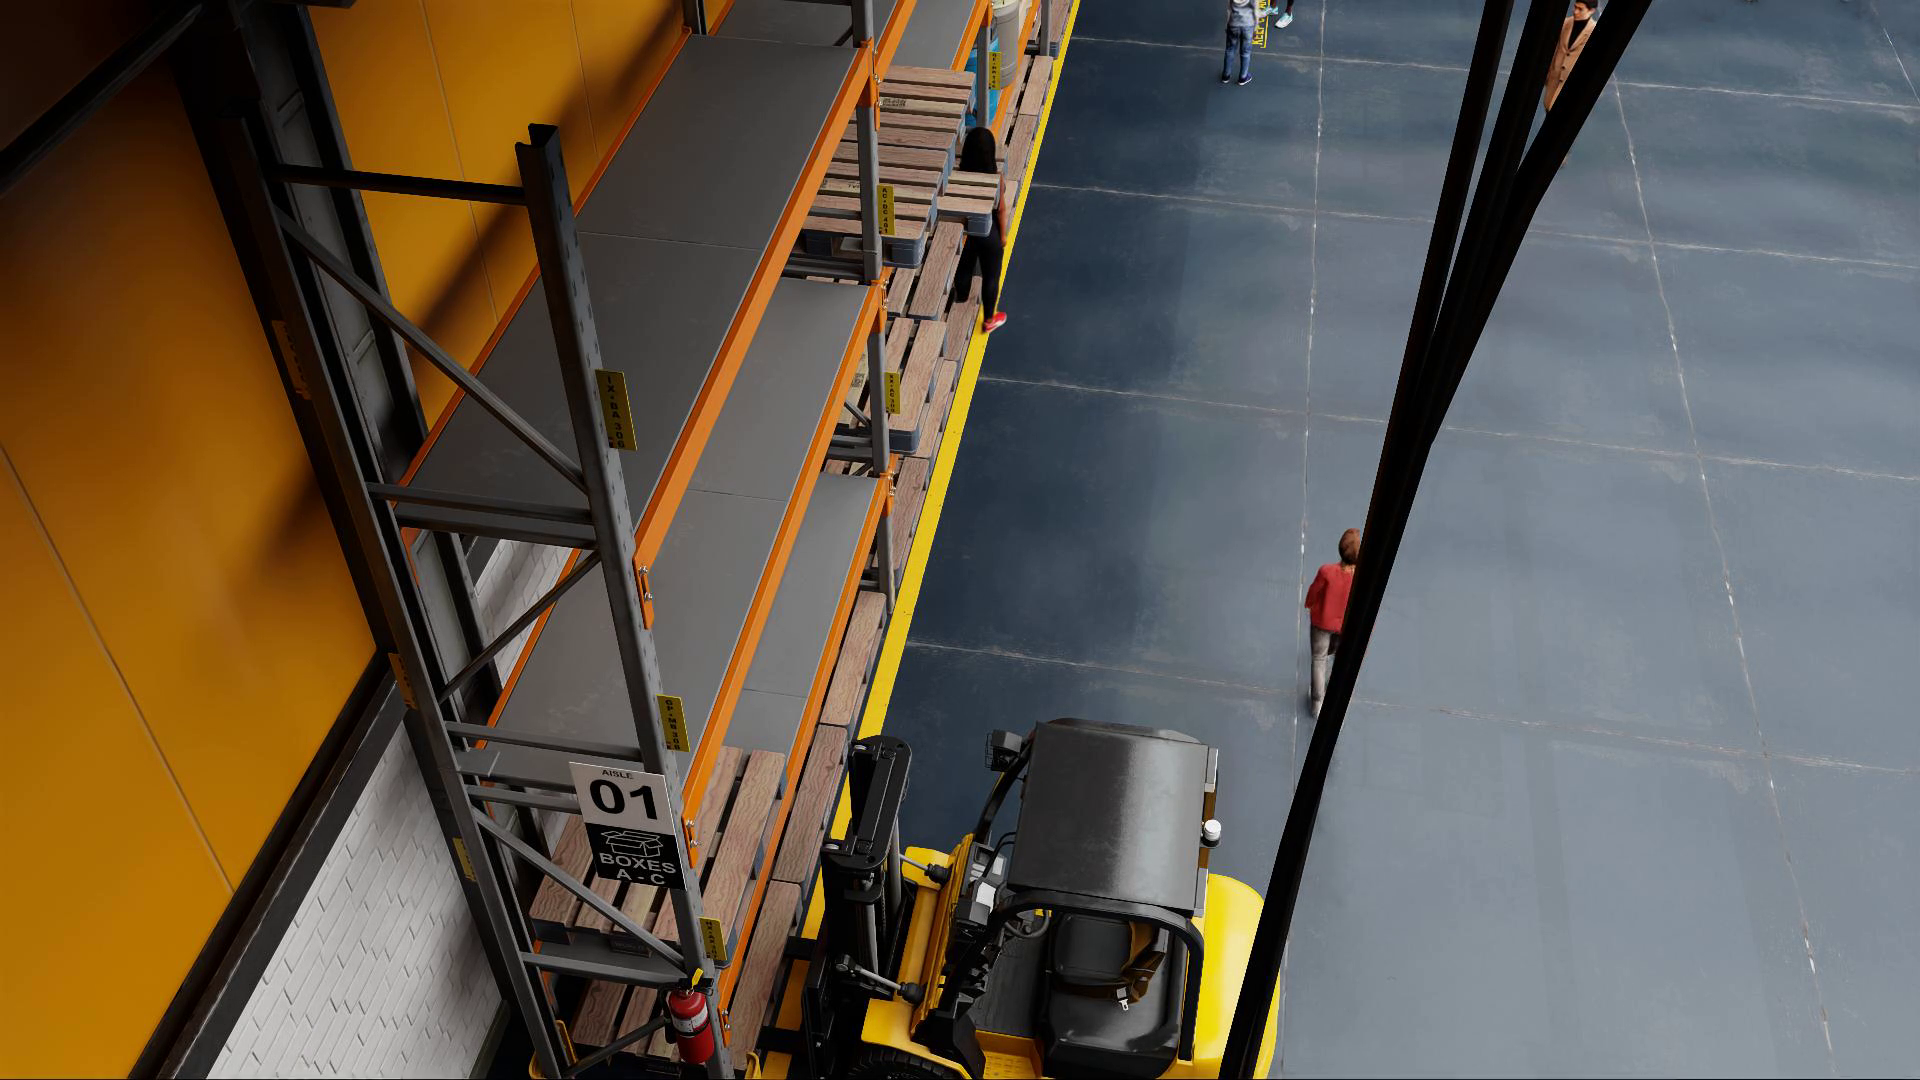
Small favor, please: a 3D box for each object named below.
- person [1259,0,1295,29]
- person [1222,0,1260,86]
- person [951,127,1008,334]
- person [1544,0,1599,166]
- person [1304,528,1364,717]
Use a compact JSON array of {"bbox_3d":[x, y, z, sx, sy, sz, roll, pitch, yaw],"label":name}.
[{"bbox_3d":[3.475,-6.347,17.561,0.716,1.811,0.667,-28,50,-26],"label":"person"},{"bbox_3d":[2.829,-5.204,16.760,0.518,1.261,0.541,15,46,15],"label":"person"},{"bbox_3d":[0.155,-2.528,13.548,0.743,1.816,0.738,23,48,22],"label":"person"},{"bbox_3d":[5.684,-4.292,15.469,0.811,1.721,0.748,-25,49,-24],"label":"person"},{"bbox_3d":[2.392,0.548,10.634,0.608,1.383,0.948,1,44,1],"label":"person"}]
